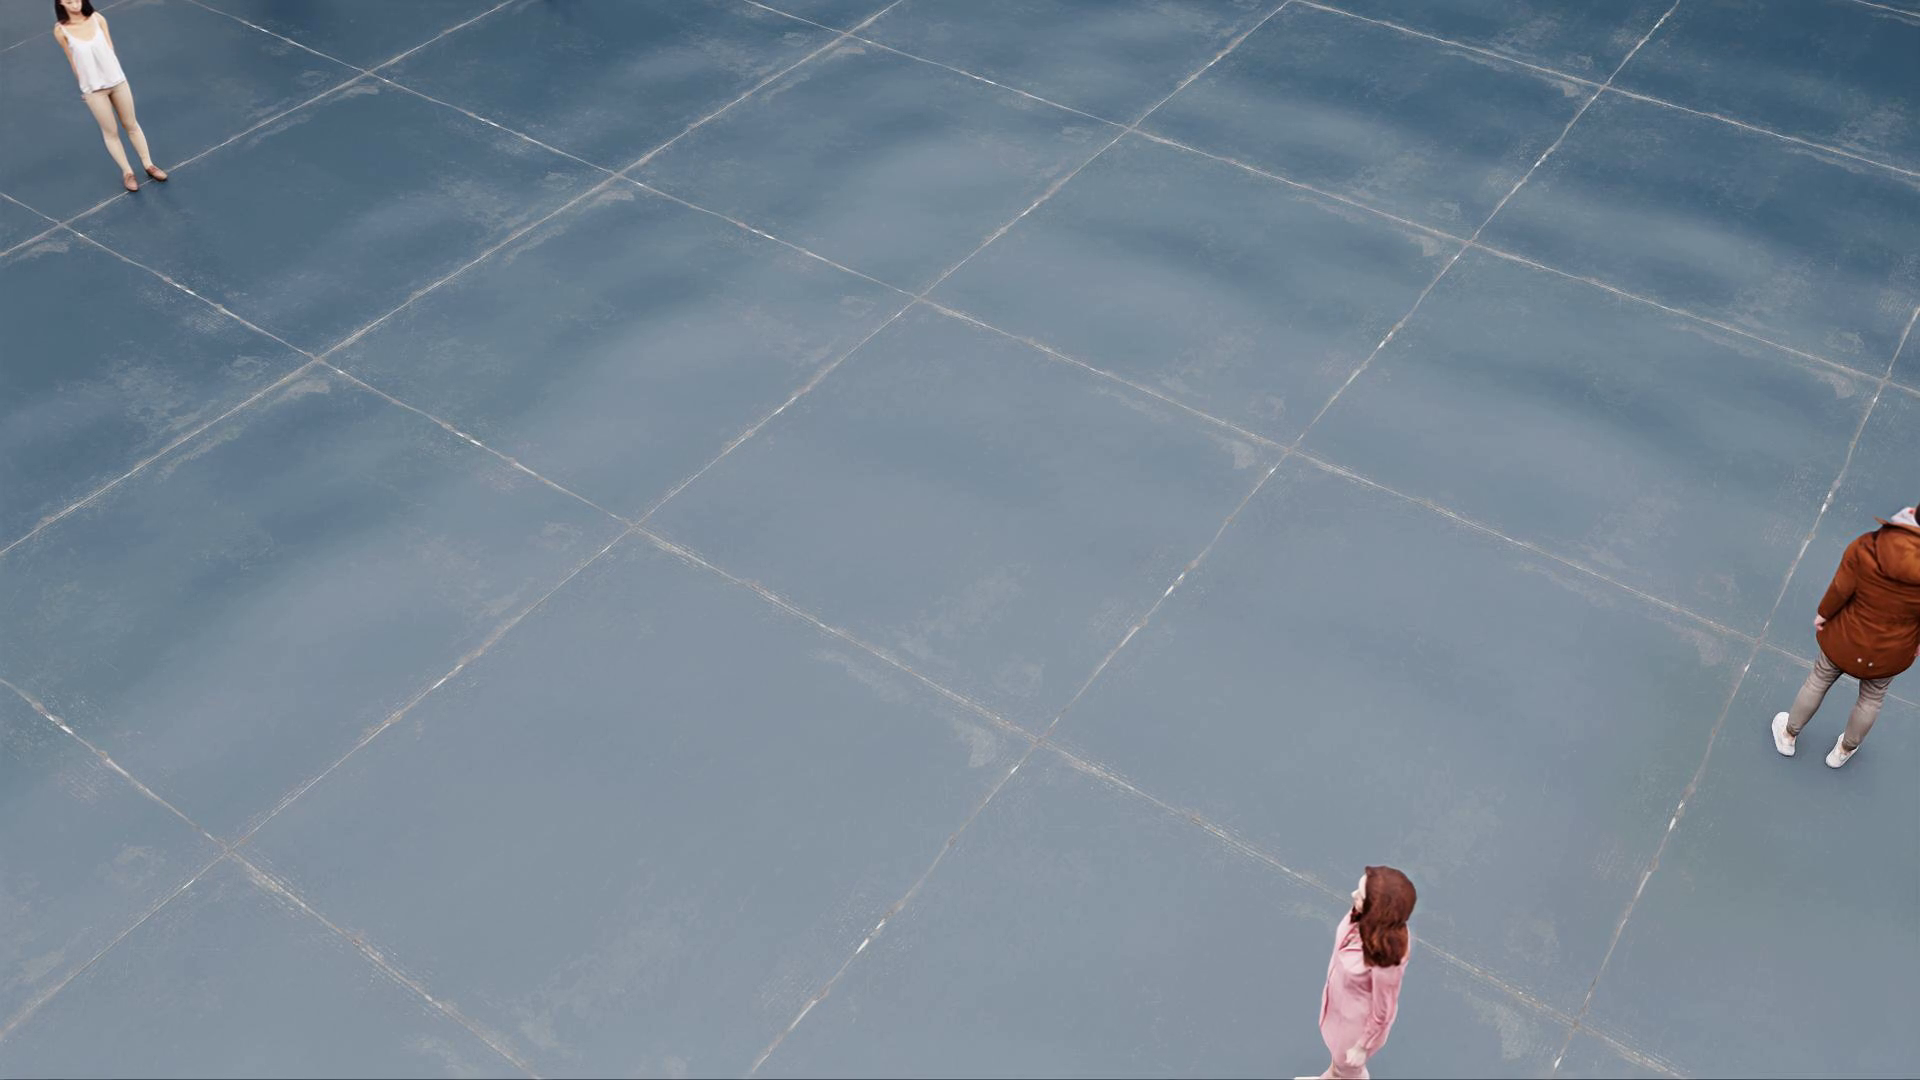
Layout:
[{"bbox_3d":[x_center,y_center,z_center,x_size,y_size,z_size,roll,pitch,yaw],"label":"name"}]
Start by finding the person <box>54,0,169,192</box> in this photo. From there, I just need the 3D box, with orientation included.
[{"bbox_3d":[-6.589,-3.514,12.770,0.567,1.652,0.618,26,49,25],"label":"person"}]

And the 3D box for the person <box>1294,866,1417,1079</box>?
[{"bbox_3d":[1.643,1.918,6.843,0.710,1.801,0.695,0,43,0],"label":"person"}]

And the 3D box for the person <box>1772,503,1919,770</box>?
[{"bbox_3d":[4.597,0.463,8.374,0.691,1.839,0.810,18,46,18],"label":"person"}]
